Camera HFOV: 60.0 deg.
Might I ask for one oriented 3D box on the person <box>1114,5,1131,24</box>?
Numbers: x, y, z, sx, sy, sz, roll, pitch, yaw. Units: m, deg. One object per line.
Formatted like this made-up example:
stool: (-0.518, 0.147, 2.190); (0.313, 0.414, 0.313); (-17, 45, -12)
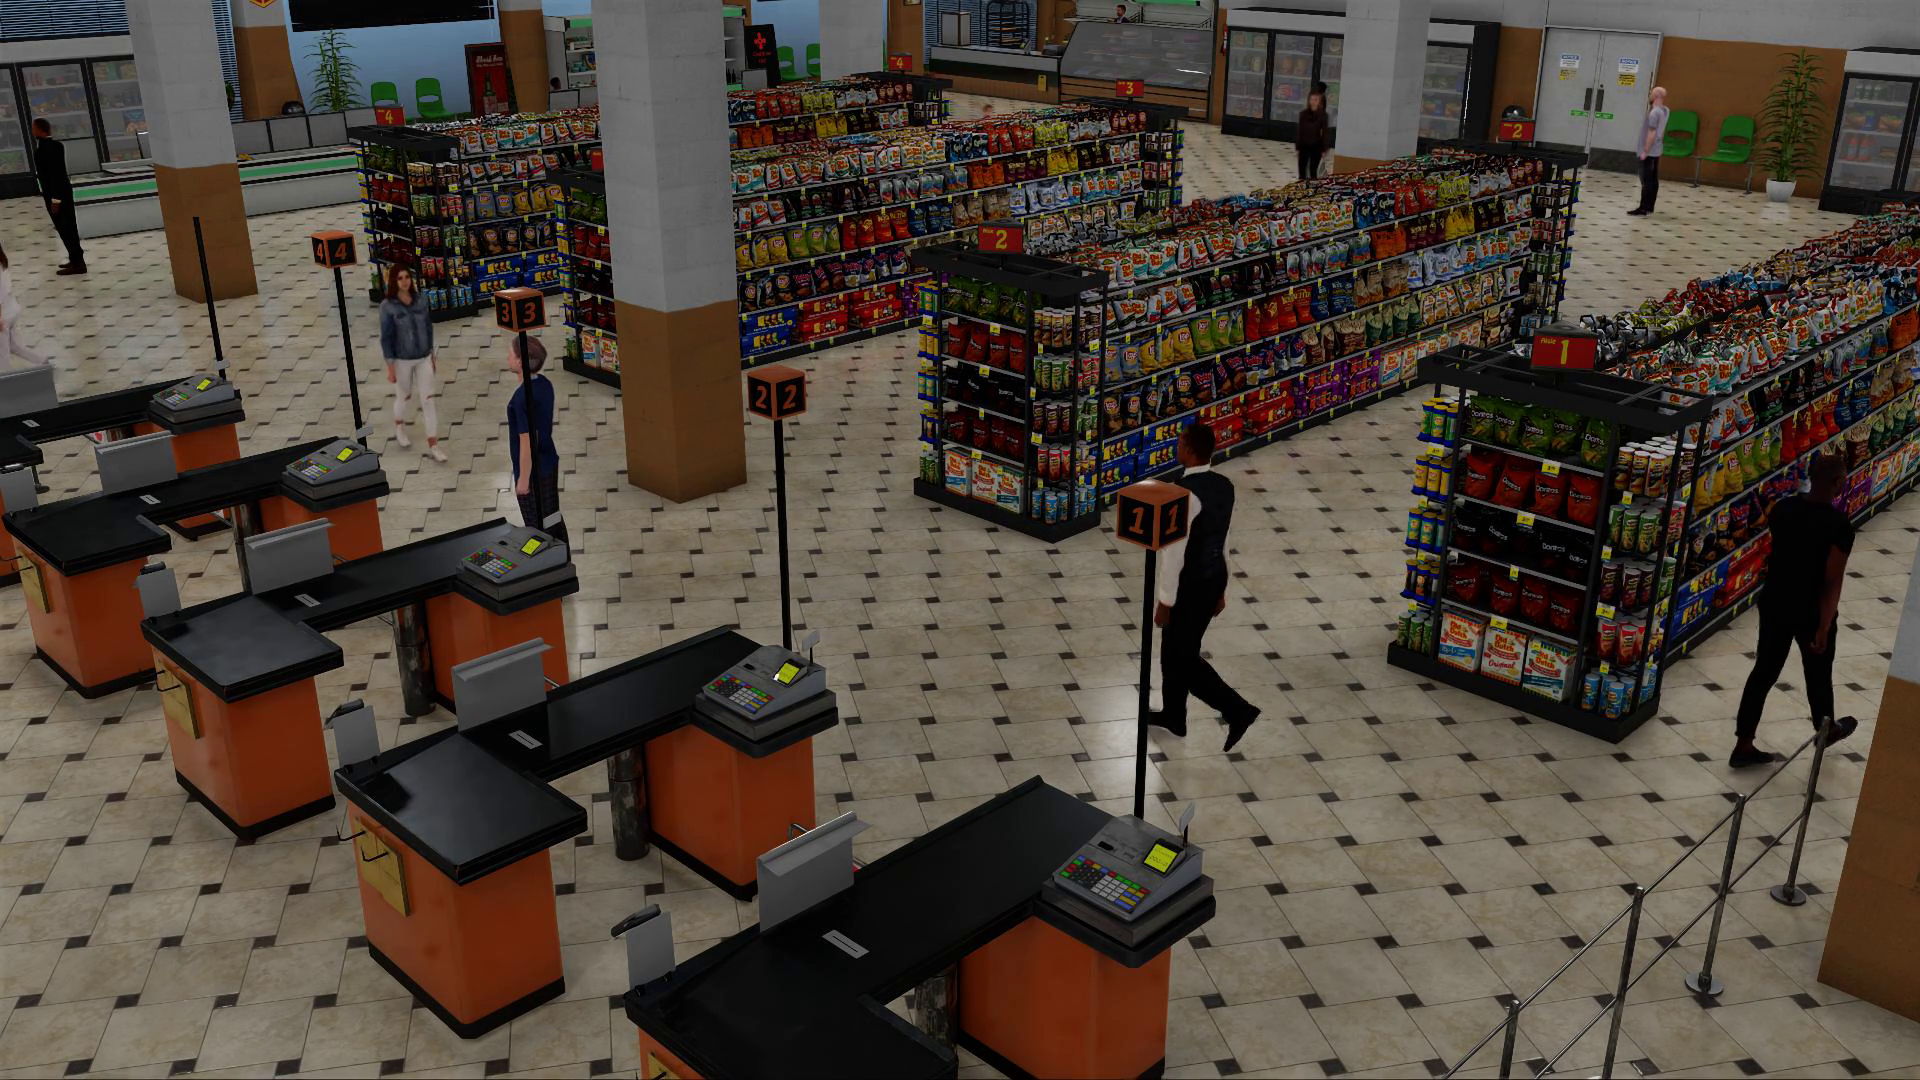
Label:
person: (3.717, -11.425, 38.515); (0.614, 1.868, 0.566); (20, 30, 41)

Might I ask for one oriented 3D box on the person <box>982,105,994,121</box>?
person: (0.480, -6.929, 28.487); (0.717, 1.001, 0.710); (-5, 22, -13)

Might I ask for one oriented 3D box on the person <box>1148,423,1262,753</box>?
person: (1.371, 0.307, 9.278); (0.838, 1.896, 1.026); (16, 27, 34)

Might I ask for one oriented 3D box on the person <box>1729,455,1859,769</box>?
person: (4.501, 0.438, 9.110); (1.205, 1.780, 0.934); (-9, 24, -22)

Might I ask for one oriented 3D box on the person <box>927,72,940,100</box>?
person: (-0.517, -6.341, 25.935); (0.886, 1.813, 0.653); (-17, 27, -36)

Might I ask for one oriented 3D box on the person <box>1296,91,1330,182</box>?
person: (5.275, -5.844, 24.912); (0.944, 1.655, 1.183); (8, 23, 19)

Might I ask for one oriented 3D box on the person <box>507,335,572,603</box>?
person: (-2.866, -0.480, 11.272); (0.789, 1.871, 0.715); (1, 22, 3)

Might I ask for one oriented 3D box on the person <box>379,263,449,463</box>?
person: (-4.691, -1.513, 14.111); (1.073, 1.671, 0.774); (-16, 27, -34)

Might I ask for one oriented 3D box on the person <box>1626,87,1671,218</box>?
person: (10.050, -5.655, 24.197); (0.733, 1.837, 0.519); (19, 28, 39)

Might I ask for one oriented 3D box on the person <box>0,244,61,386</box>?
person: (-8.944, -2.135, 15.654); (1.004, 1.675, 0.857); (-7, 23, -16)

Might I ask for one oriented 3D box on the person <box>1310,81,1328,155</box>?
person: (6.410, -7.504, 29.561); (0.660, 1.268, 0.579); (7, 23, 17)

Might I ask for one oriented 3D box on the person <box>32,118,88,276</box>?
person: (-11.203, -4.275, 20.672); (0.784, 1.904, 0.799); (-7, 23, -16)
